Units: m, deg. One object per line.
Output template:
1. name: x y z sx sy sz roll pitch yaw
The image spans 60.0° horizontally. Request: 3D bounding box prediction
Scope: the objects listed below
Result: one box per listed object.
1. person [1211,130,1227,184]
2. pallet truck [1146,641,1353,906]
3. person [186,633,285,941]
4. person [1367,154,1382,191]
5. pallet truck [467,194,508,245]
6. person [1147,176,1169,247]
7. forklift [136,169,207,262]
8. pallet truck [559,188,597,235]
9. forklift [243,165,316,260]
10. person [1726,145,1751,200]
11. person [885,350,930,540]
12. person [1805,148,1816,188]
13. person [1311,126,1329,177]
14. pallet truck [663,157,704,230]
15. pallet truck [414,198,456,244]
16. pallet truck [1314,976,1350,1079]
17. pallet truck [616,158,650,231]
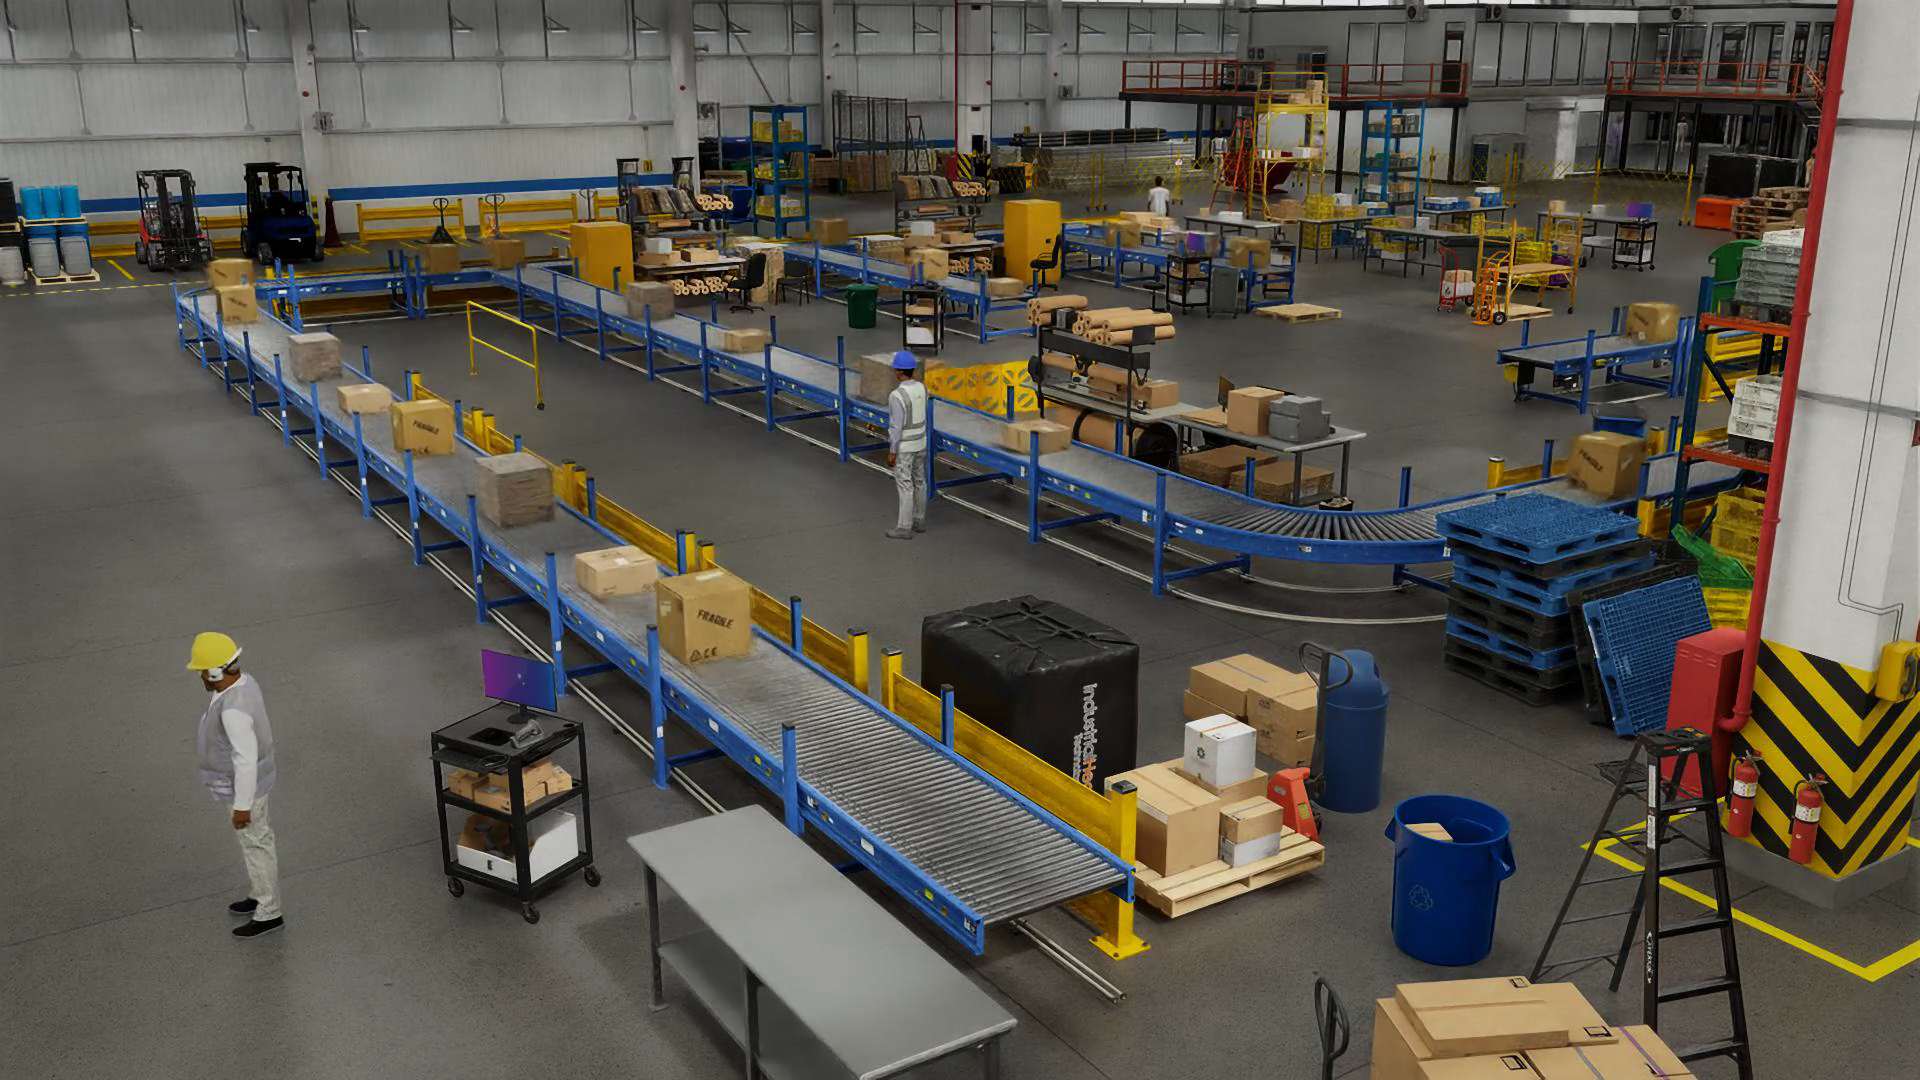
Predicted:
1. person: 9.294 -13.733 59.616 0.574 1.882 0.356 6 18 21
2. pallet truck: 1.664 1.407 10.232 1.630 1.274 0.653 -10 20 -31
3. person: -4.085 1.380 9.429 0.404 1.822 0.592 -7 18 -21
4. person: 12.368 -10.623 49.551 0.542 1.720 0.919 -5 18 -17
5. pallet truck: -11.983 -8.177 42.137 0.704 1.261 1.522 -11 20 -33
6. person: 4.793 -7.879 40.231 0.556 1.821 0.931 3 17 8
7. forklift: -17.842 -7.318 37.559 1.157 1.987 2.680 -10 20 -31
8. pallet truck: -10.010 -8.652 43.699 0.653 1.274 1.630 -10 20 -31
9. forklift: -15.898 -7.669 38.708 1.157 1.987 2.680 -11 20 -33
10. person: 22.842 -10.563 48.794 0.689 2.000 0.749 -4 17 -14
11. person: -0.546 -0.975 17.048 0.391 1.948 0.605 9 19 28
12. person: 25.150 -10.602 49.101 0.545 1.939 0.354 -14 21 -38
13. person: 13.560 -14.630 62.594 0.601 1.891 0.937 -12 20 -34
14. pallet truck: -7.586 -9.308 44.692 0.823 1.965 1.885 -11 20 -33
15. pallet truck: -13.250 -8.060 41.856 0.680 1.201 1.601 -10 20 -31
16. pallet truck: 2.299 2.390 7.086 1.601 1.201 0.680 -2 17 -7
17. pallet truck: -8.918 -9.176 44.255 0.823 1.965 1.885 -9 19 -27
